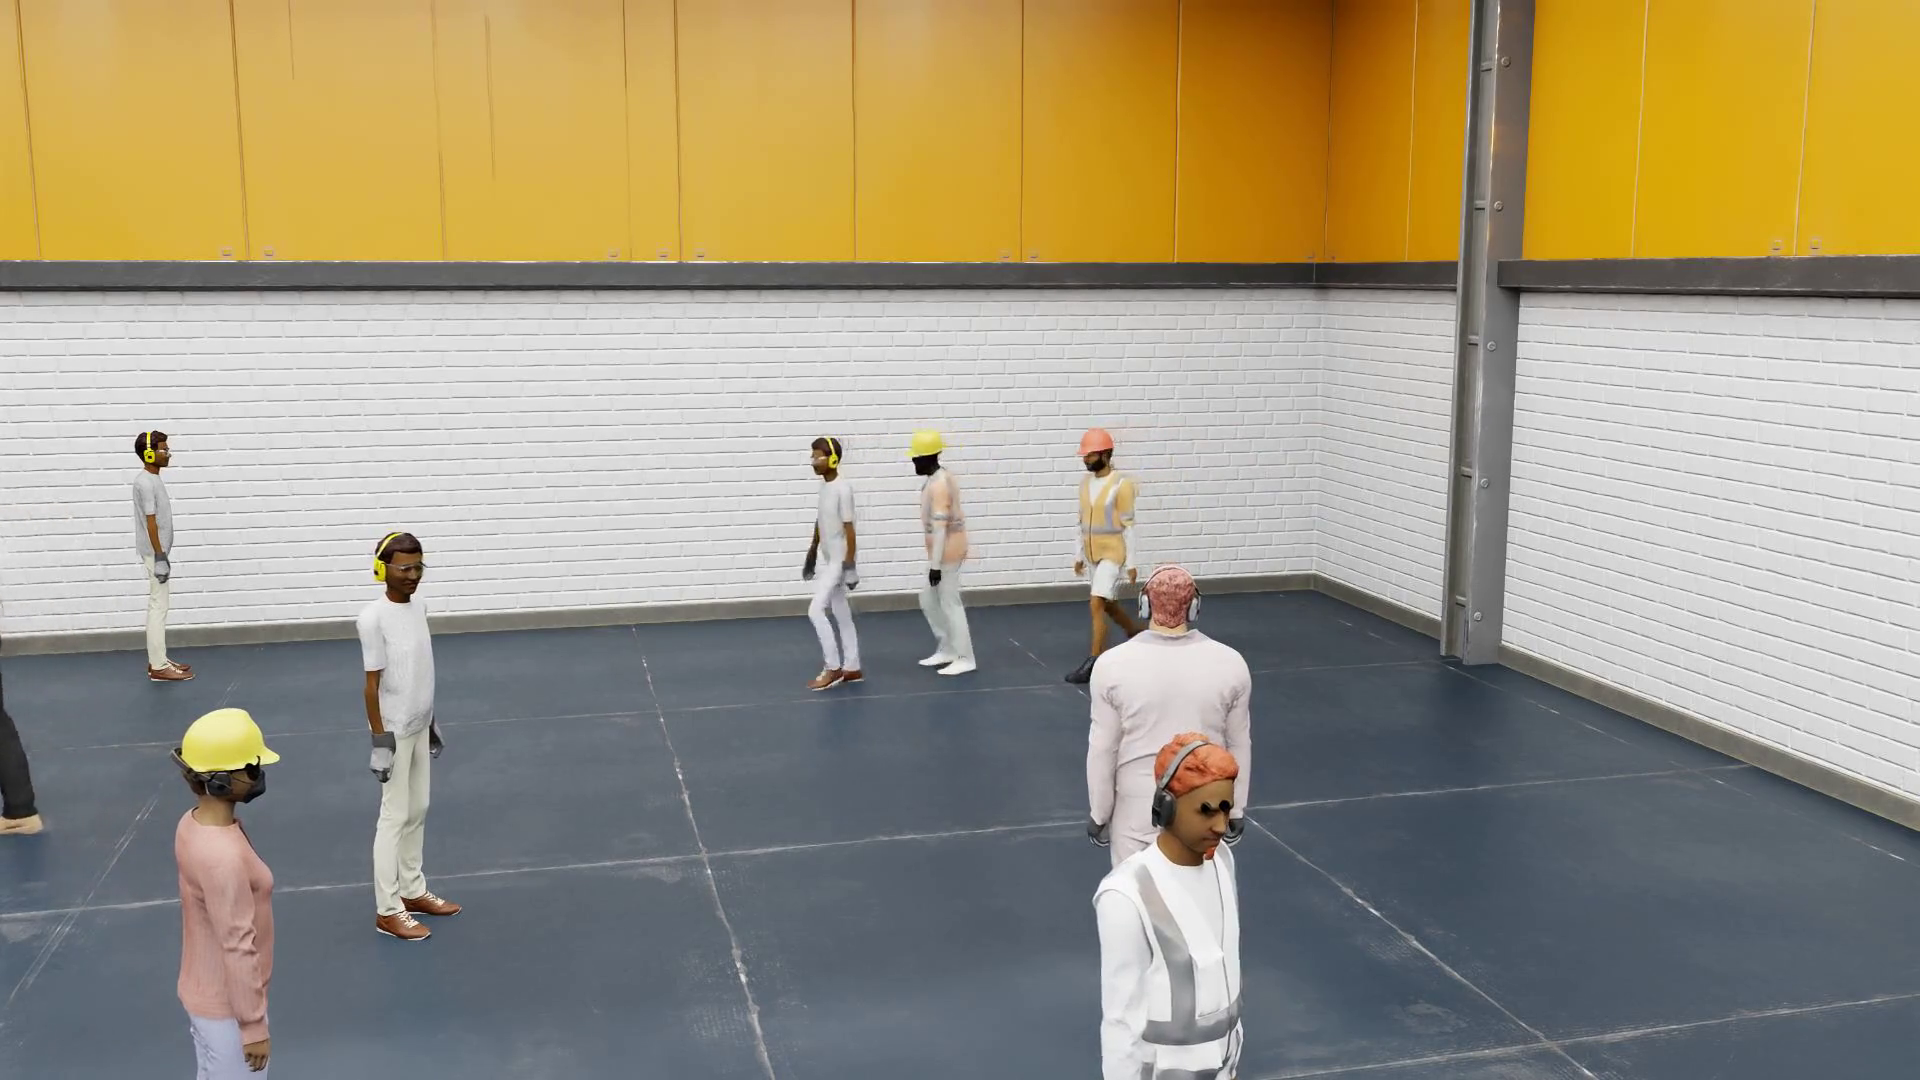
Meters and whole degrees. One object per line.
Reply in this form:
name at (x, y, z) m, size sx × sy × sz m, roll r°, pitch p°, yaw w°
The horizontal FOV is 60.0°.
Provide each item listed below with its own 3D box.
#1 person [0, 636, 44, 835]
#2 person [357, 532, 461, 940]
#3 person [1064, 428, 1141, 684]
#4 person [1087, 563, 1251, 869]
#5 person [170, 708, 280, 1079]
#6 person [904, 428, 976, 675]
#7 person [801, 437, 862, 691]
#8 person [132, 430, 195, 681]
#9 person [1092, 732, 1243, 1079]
person at (-5.464, 0.607, 8.831) m, size 1.023 × 2.000 × 0.692 m, roll 1°, pitch 9°, yaw 4°
person at (-2.541, 0.884, 7.656) m, size 0.313 × 1.863 × 0.538 m, roll 2°, pitch 9°, yaw 10°
person at (1.141, 0.094, 12.504) m, size 0.914 × 1.897 × 0.573 m, roll -7°, pitch 11°, yaw -36°
person at (0.812, 1.038, 6.559) m, size 0.651 × 1.906 × 0.403 m, roll -1°, pitch 9°, yaw -4°
person at (-2.151, 1.365, 4.957) m, size 0.314 × 1.767 × 0.534 m, roll -6°, pitch 11°, yaw -34°
person at (-0.141, 0.098, 12.493) m, size 0.579 × 1.892 × 0.606 m, roll -1°, pitch 9°, yaw -9°
person at (-0.982, 0.169, 12.188) m, size 0.618 × 1.849 × 0.538 m, roll -3°, pitch 10°, yaw -17°
person at (-5.974, 0.119, 12.428) m, size 0.328 × 1.868 × 0.510 m, roll -5°, pitch 10°, yaw -27°
person at (0.550, 1.415, 4.272) m, size 0.354 × 1.886 × 0.572 m, roll 6°, pitch 11°, yaw 35°
